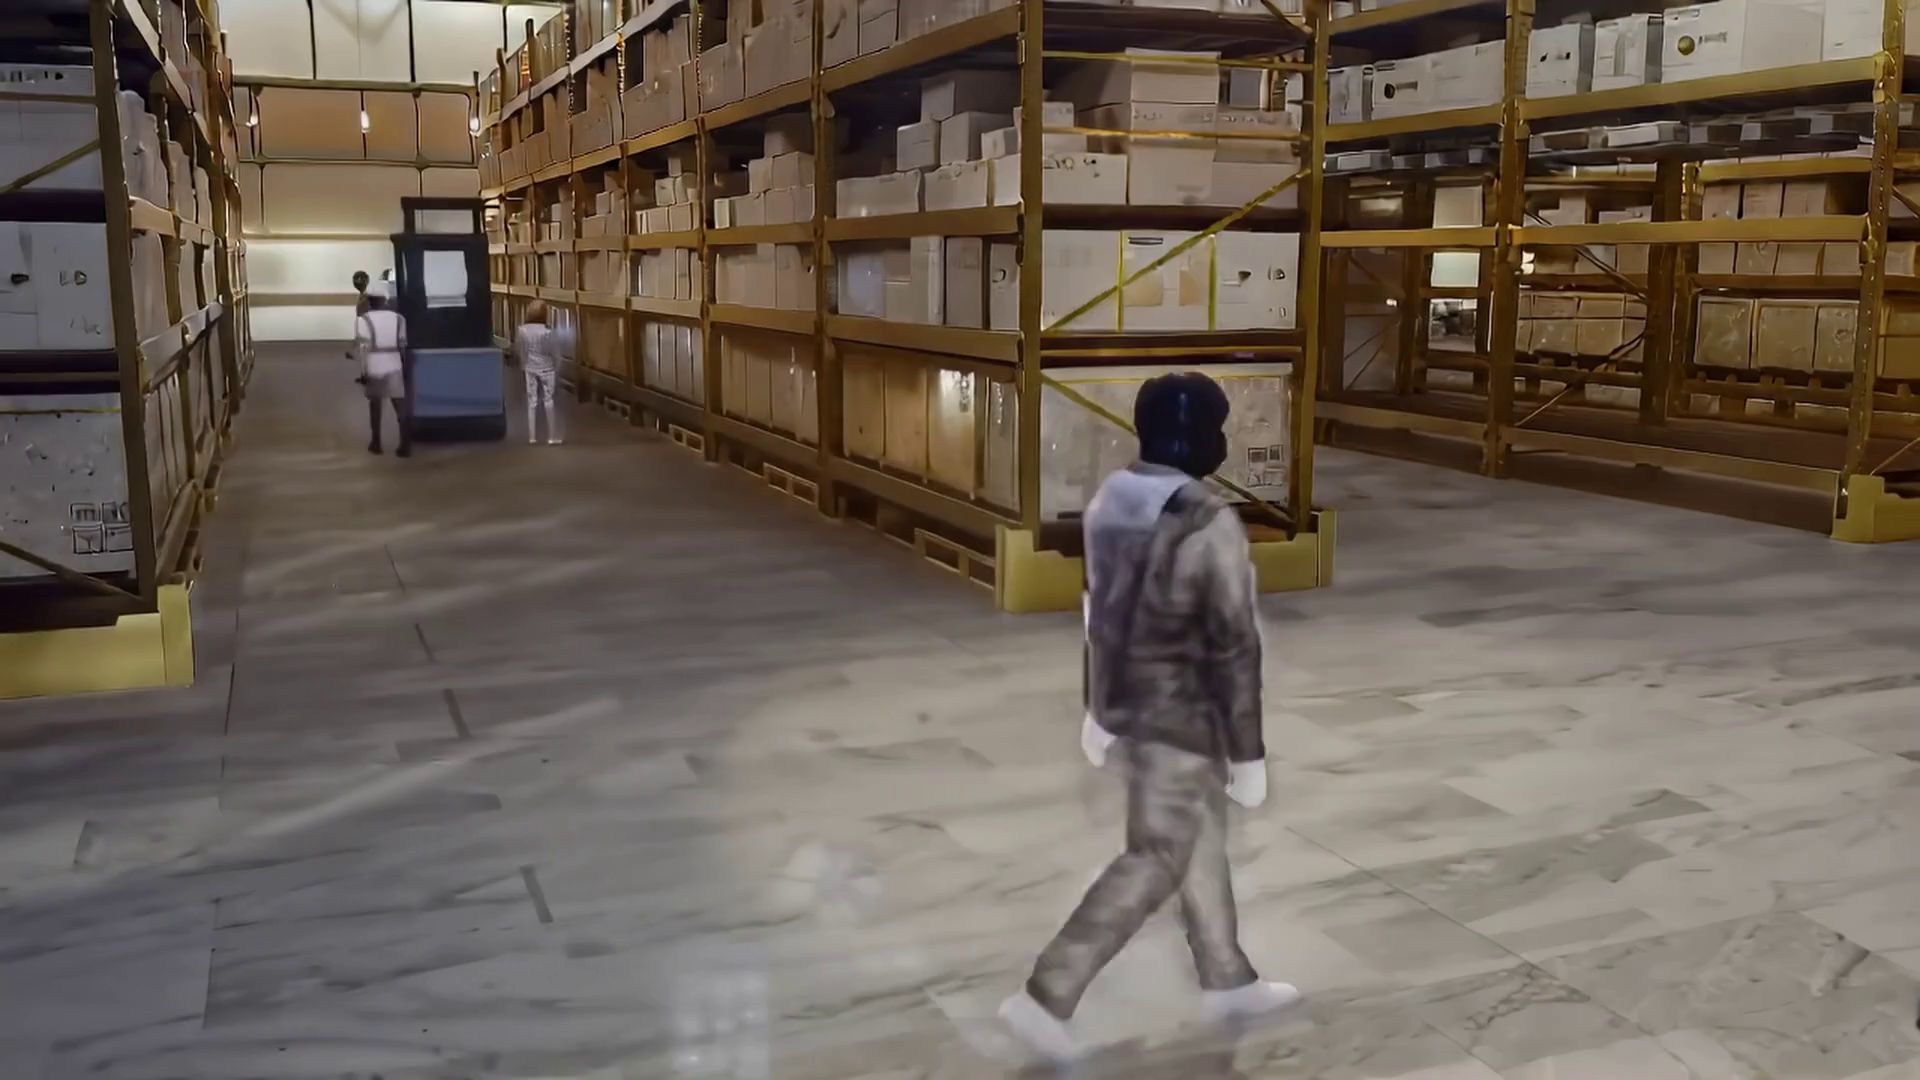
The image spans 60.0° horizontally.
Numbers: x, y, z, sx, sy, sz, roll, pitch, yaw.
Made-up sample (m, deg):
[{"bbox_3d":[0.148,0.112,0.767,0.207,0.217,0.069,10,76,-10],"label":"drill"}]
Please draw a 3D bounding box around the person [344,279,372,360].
[{"bbox_3d":[-12.604,-4.633,35.111,0.772,1.728,0.548,-1,10,-4],"label":"person"}]

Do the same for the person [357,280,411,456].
[{"bbox_3d":[-6.169,-1.843,17.874,0.558,1.900,0.985,-7,12,-36],"label":"person"}]

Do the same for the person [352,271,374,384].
[{"bbox_3d":[-10.118,-3.608,28.318,0.542,1.929,0.374,9,13,42],"label":"person"}]

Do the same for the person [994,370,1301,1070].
[{"bbox_3d":[0.502,0.464,4.312,0.911,1.814,0.626,-3,10,-20],"label":"person"}]

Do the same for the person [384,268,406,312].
[{"bbox_3d":[-12.296,-4.897,35.995,0.606,1.943,0.403,-9,13,-42],"label":"person"}]

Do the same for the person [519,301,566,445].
[{"bbox_3d":[-4.757,-1.888,18.879,0.514,1.642,0.314,4,10,20],"label":"person"}]

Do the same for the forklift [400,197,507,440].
[{"bbox_3d":[-6.088,-2.654,19.761,1.129,2.768,1.873,-4,10,-22],"label":"forklift"}]
